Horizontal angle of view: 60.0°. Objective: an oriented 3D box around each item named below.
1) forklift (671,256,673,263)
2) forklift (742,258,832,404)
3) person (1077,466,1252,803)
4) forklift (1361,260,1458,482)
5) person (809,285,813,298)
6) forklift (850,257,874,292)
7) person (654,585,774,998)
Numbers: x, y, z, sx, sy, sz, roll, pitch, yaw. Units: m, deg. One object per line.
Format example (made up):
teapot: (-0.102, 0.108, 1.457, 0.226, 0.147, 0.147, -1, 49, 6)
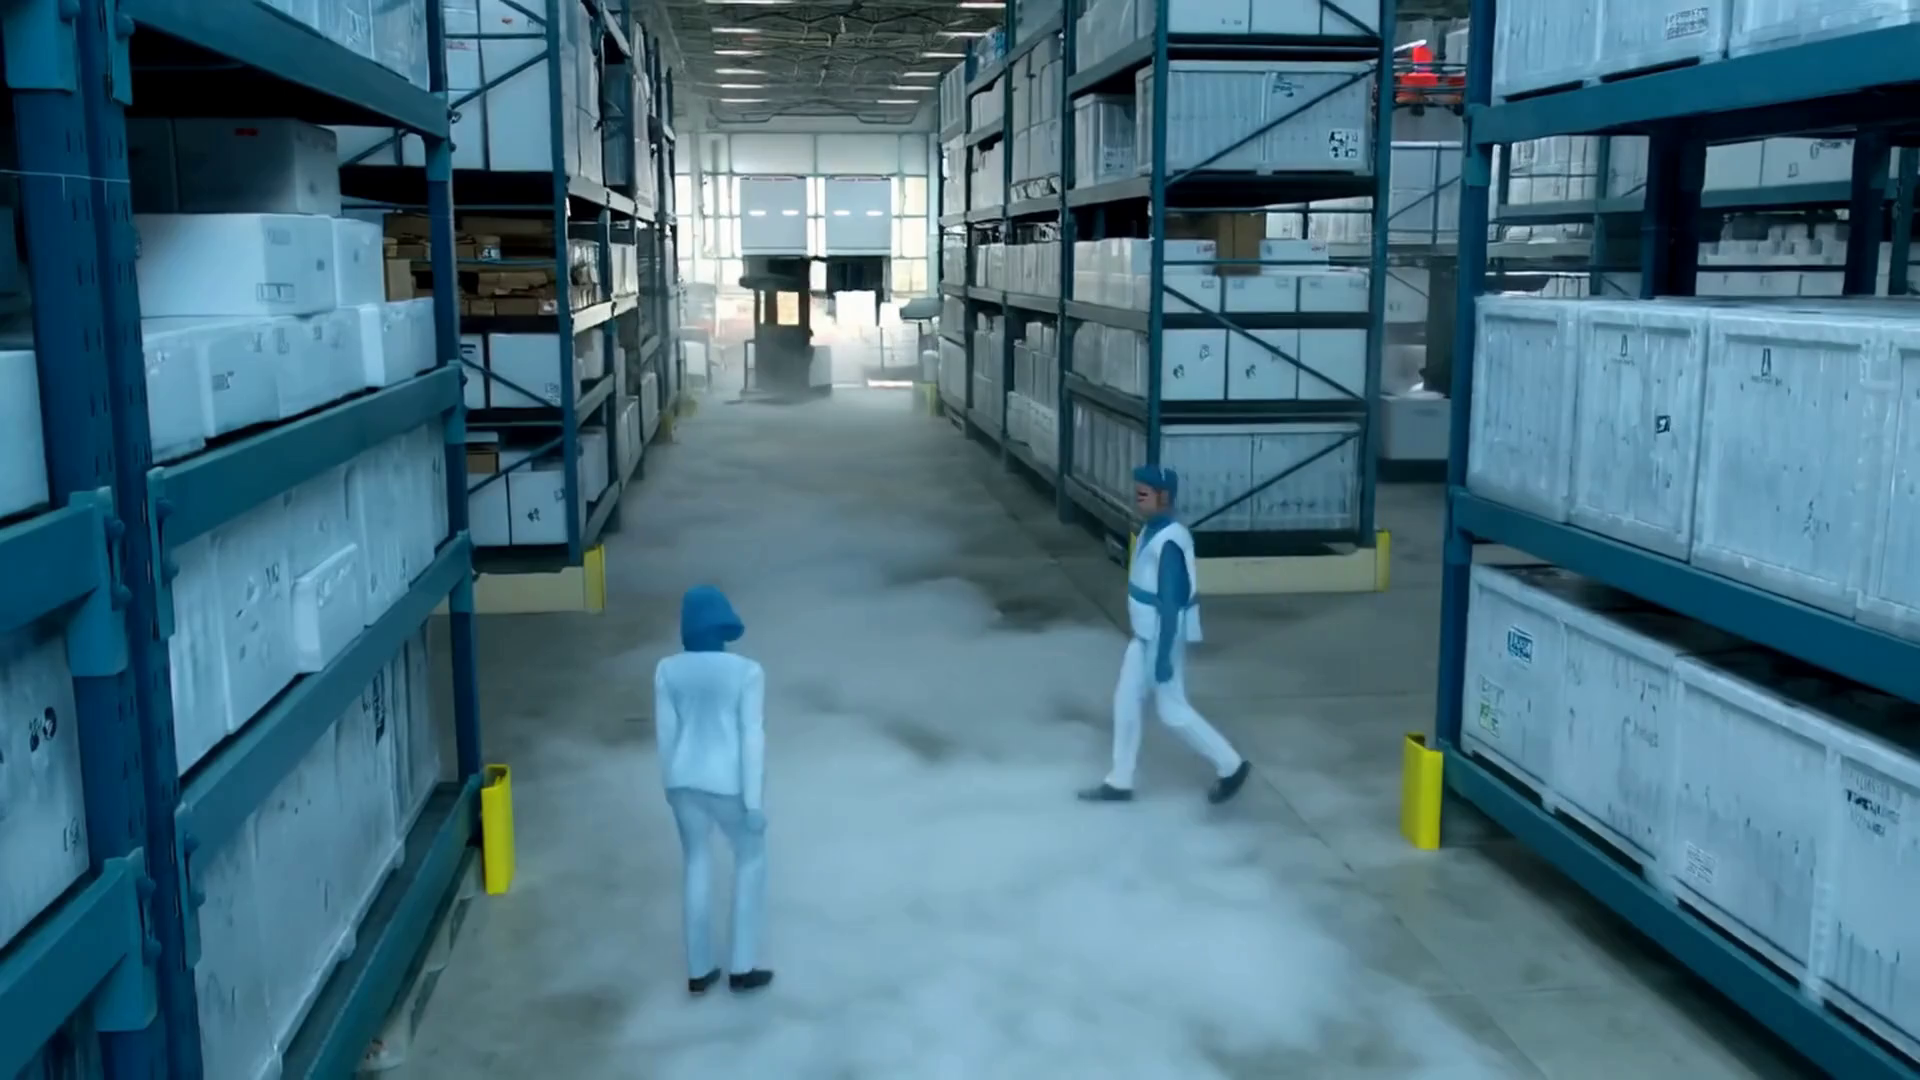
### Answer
forklift: (-10.887, -8.929, 60.548, 1.129, 2.768, 1.873, -1, 10, -7)
forklift: (-3.376, -4.141, 32.672, 1.129, 2.768, 1.873, 4, 10, 21)
person: (1.098, 0.508, 8.711, 0.874, 1.813, 0.579, -1, 10, -7)
forklift: (6.274, -2.206, 21.409, 1.873, 2.768, 1.129, -1, 10, -7)
person: (-5.902, -9.159, 65.326, 0.318, 1.698, 0.535, -4, 11, -22)
forklift: (-2.854, -6.885, 48.650, 1.873, 2.768, 1.129, -6, 12, -32)
person: (-0.988, 0.981, 6.535, 0.518, 1.605, 0.438, 4, 10, 20)
